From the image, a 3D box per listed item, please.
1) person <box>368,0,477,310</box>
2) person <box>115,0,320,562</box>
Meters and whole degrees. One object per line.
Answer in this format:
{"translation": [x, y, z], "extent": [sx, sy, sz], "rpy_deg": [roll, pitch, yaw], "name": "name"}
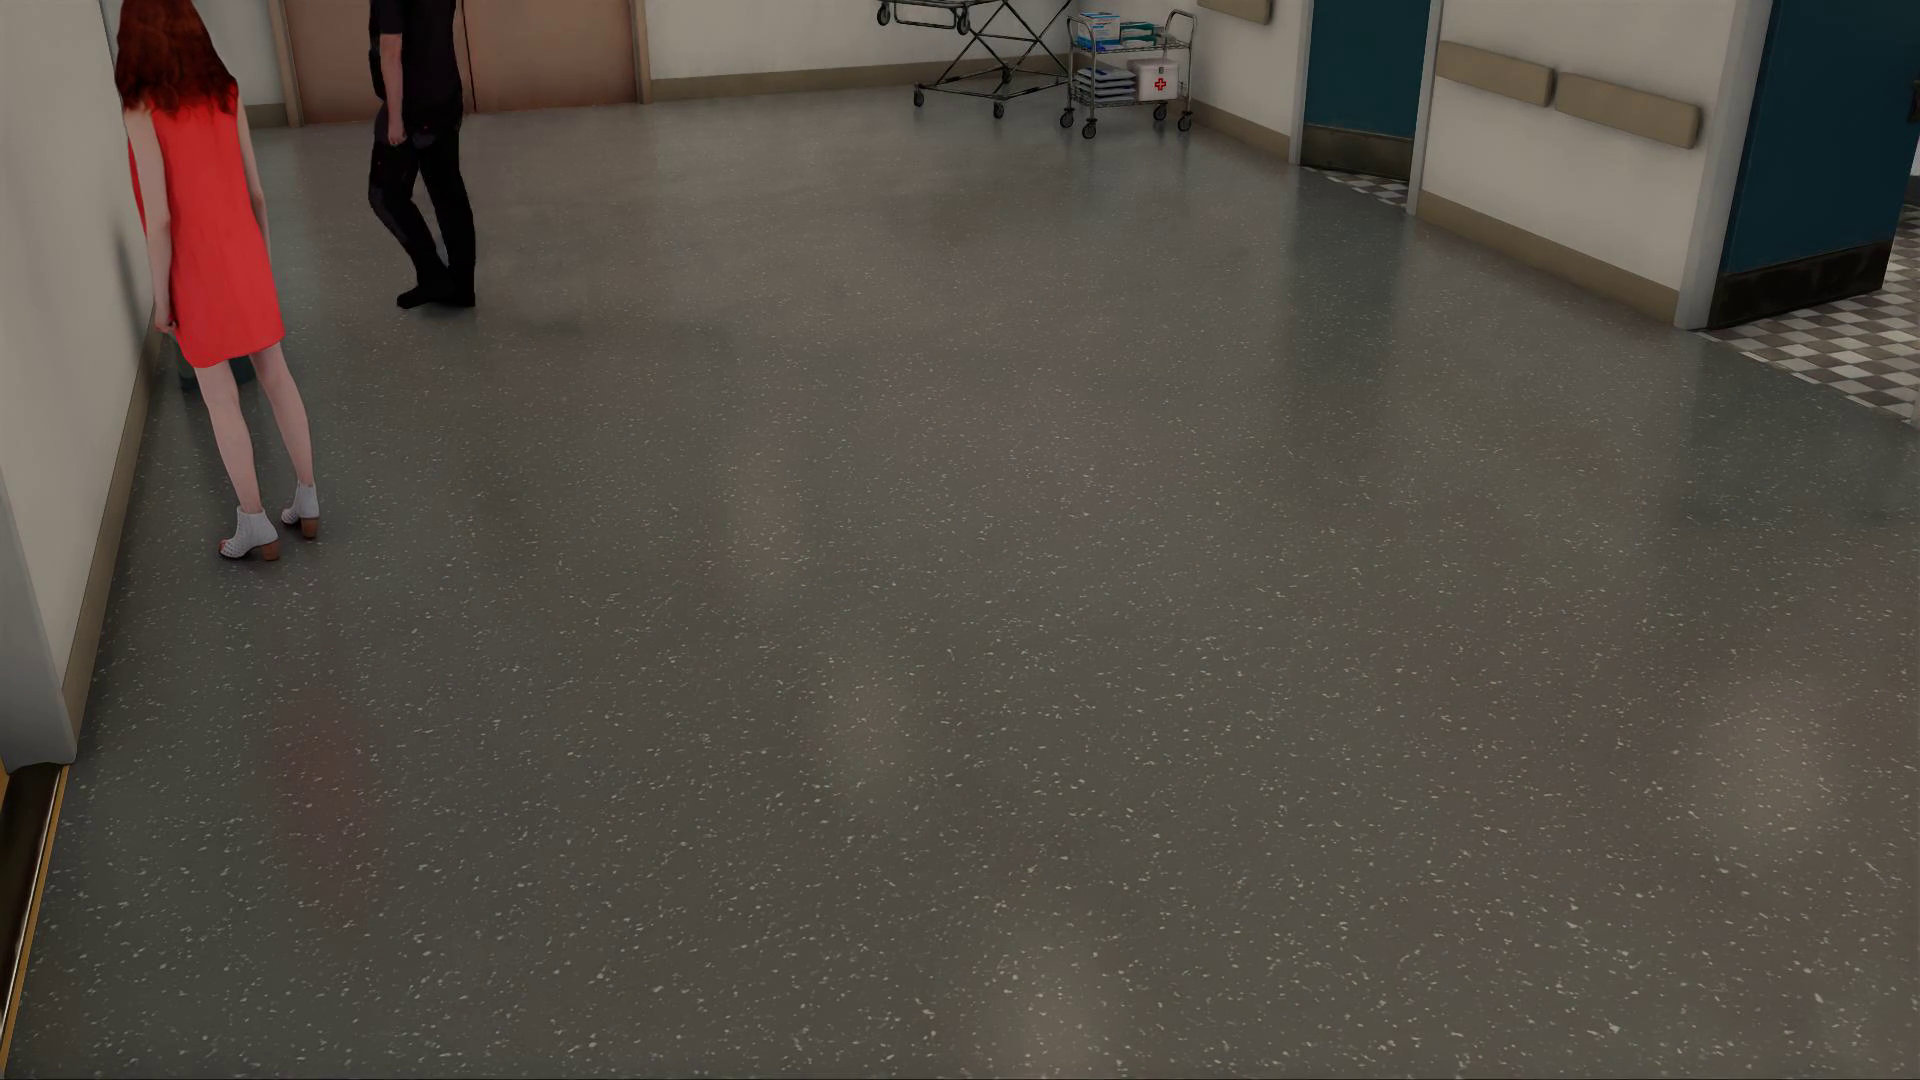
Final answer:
{"translation": [-2.369, -1.939, 7.553], "extent": [0.924, 1.839, 0.810], "rpy_deg": [6, 26, 12], "name": "person"}
{"translation": [-2.331, -0.812, 5.232], "extent": [0.724, 1.826, 0.677], "rpy_deg": [13, 29, 25], "name": "person"}
